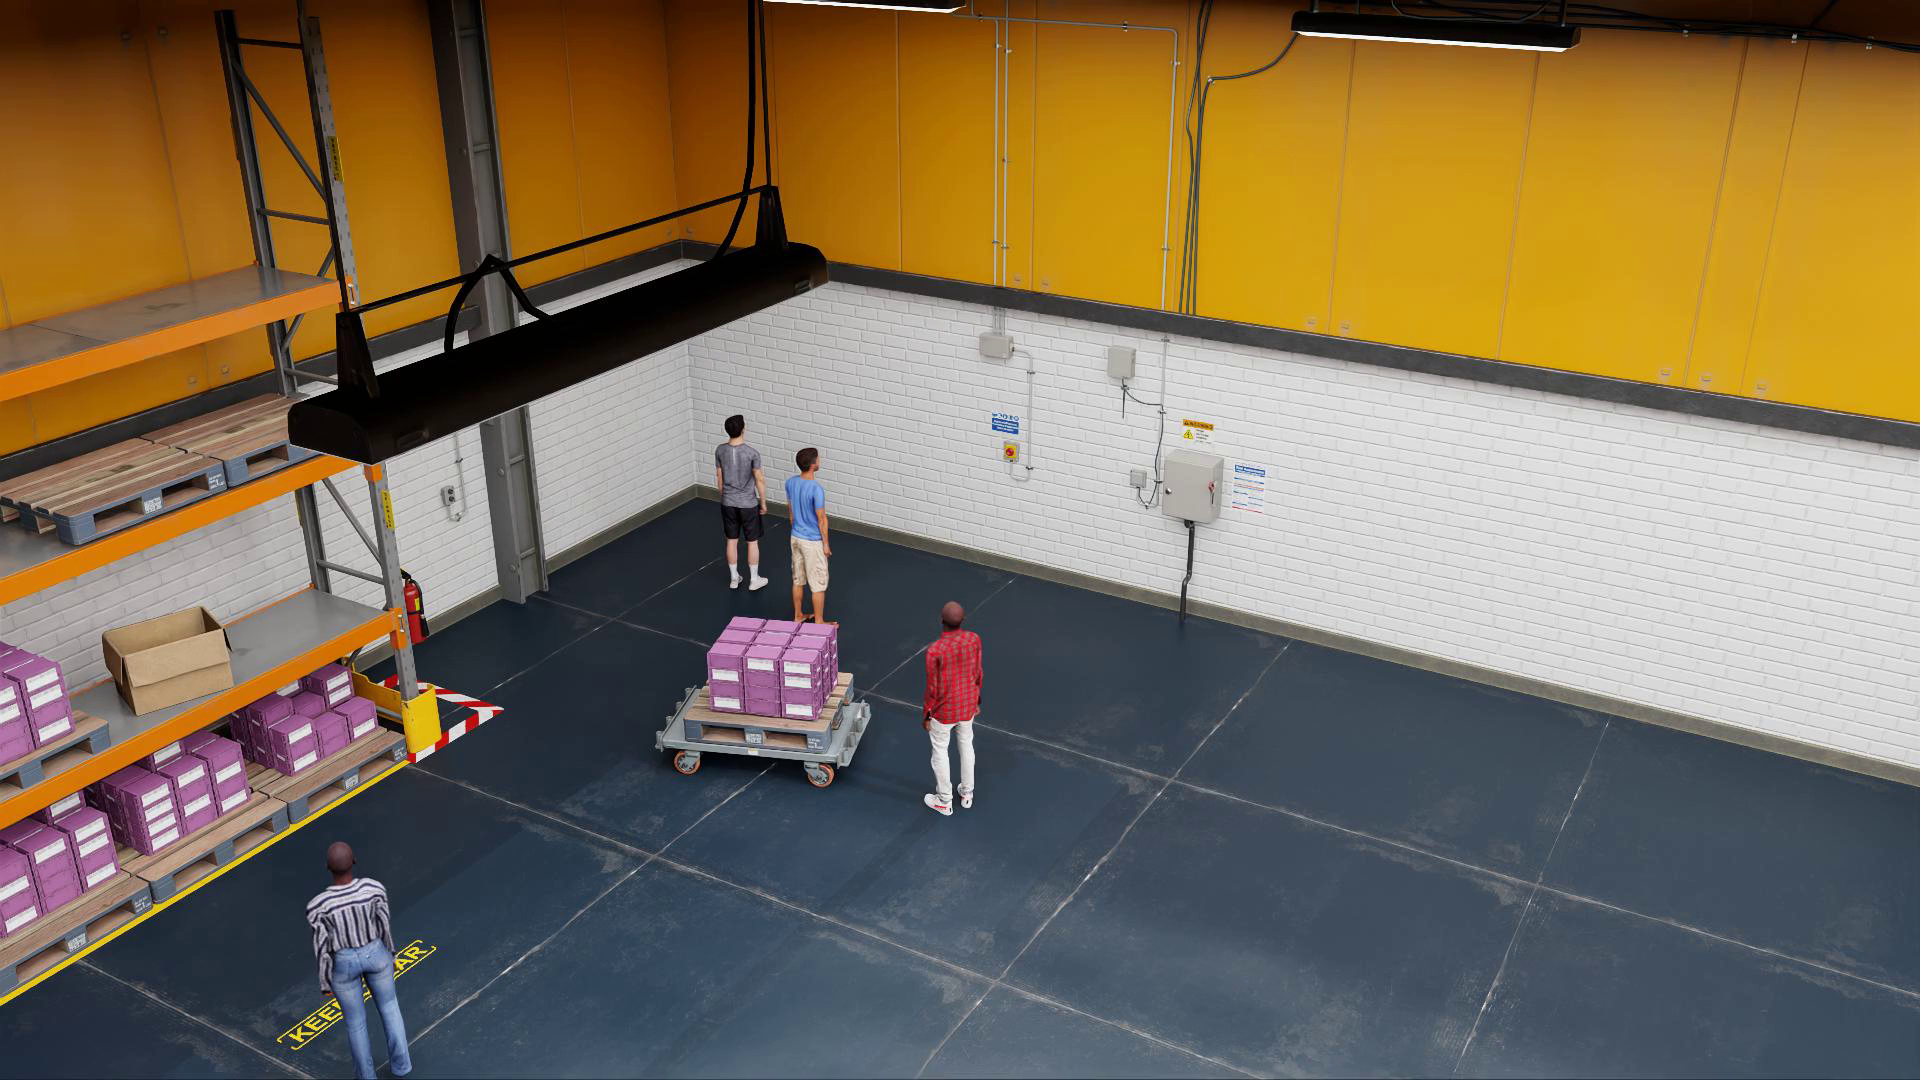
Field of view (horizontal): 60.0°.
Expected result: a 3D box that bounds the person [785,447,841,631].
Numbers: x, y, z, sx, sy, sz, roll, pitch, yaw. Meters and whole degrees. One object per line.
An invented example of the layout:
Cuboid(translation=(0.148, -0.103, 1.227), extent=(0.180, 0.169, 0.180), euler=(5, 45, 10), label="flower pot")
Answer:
Cuboid(translation=(-1.459, -0.007, 16.006), extent=(0.684, 1.863, 0.611), euler=(19, 30, 37), label="person")

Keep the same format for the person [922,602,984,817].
Cuboid(translation=(-0.055, 1.299, 13.071), extent=(0.705, 1.820, 0.817), euler=(-12, 26, -26), label="person")

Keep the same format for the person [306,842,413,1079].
Cuboid(translation=(-3.643, 2.606, 10.113), extent=(0.615, 1.796, 0.754), euler=(-16, 28, -31), label="person")

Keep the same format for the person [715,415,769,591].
Cuboid(translation=(-2.233, -0.384, 16.858), extent=(0.712, 1.871, 0.643), euler=(6, 24, 14), label="person")
